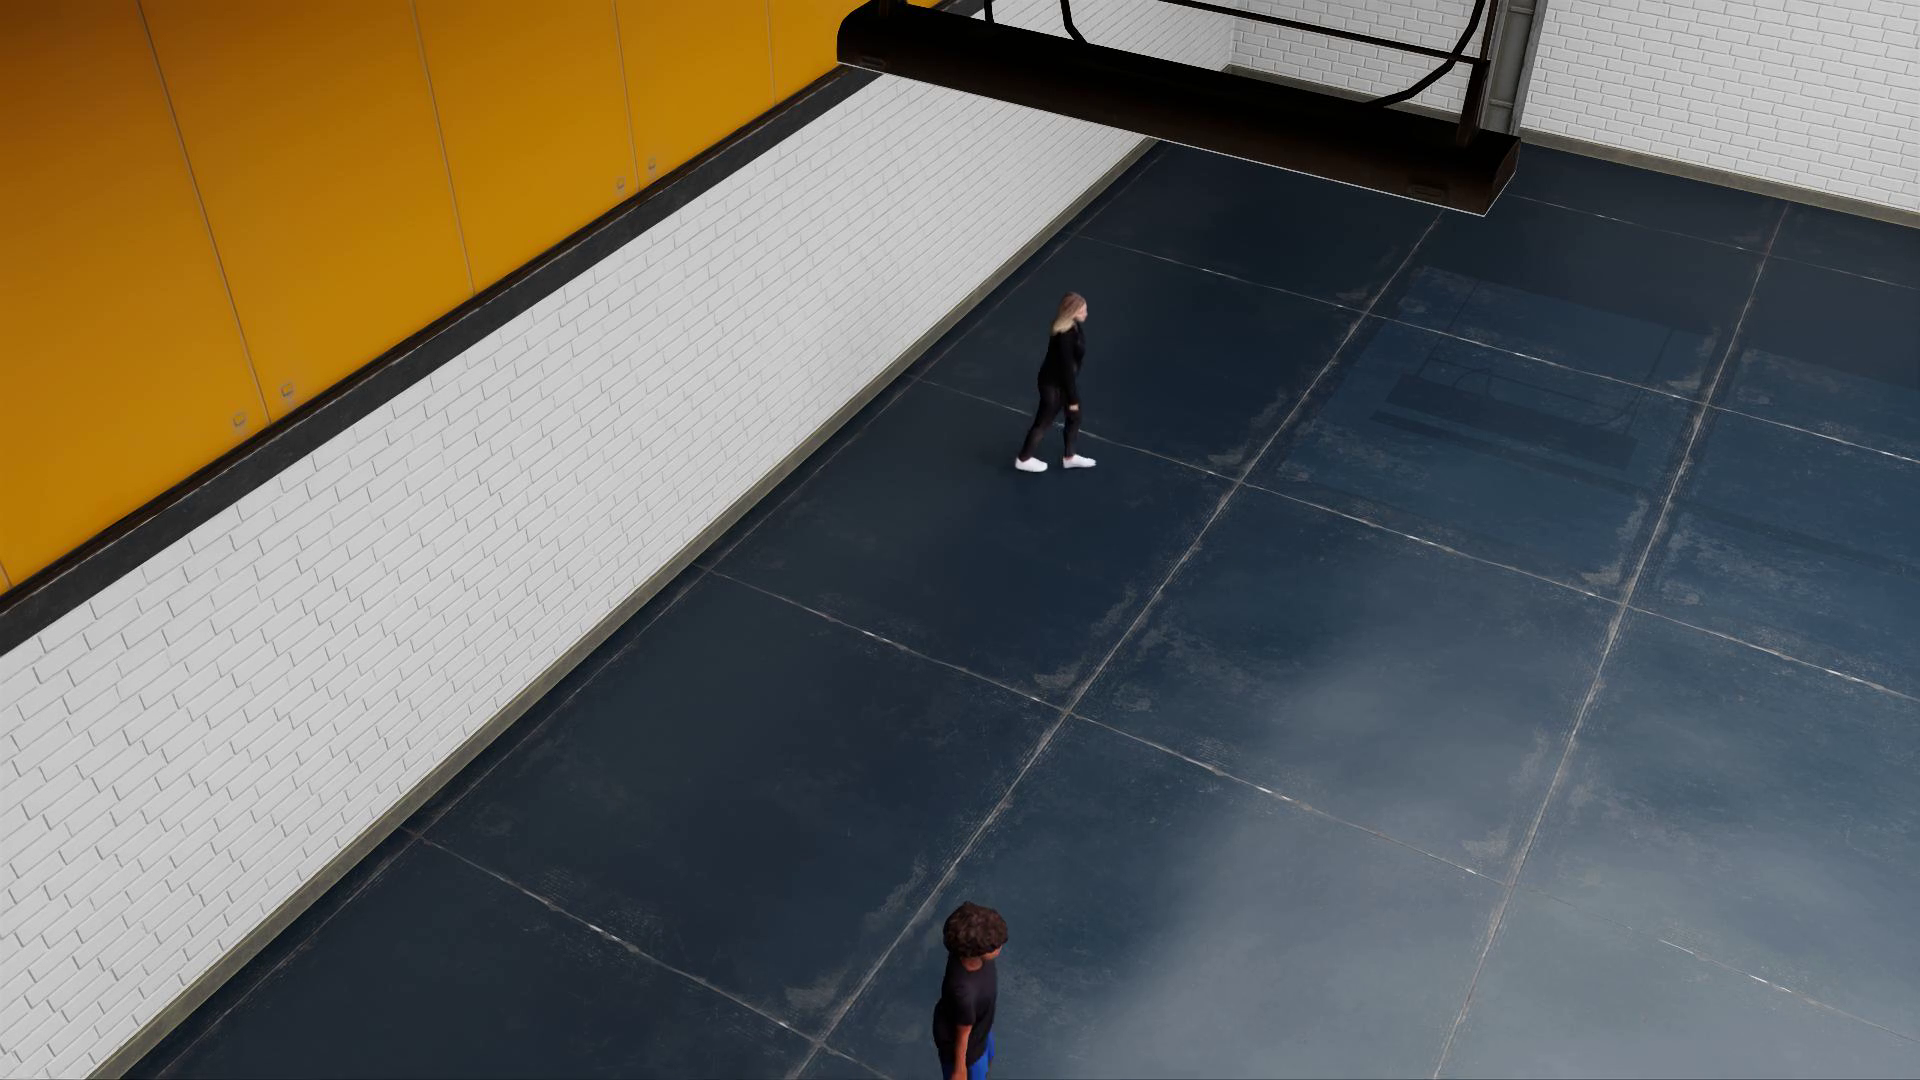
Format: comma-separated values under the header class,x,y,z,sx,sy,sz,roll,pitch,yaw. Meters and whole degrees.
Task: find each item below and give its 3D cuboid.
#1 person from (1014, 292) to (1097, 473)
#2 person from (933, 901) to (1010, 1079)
class,x,y,z,sx,sy,sz,roll,pitch,yaw
person,0.663,-1.194,12.820,0.989,1.651,0.834,0,39,0
person,-0.069,2.421,8.197,1.078,1.772,0.922,-1,39,-1
